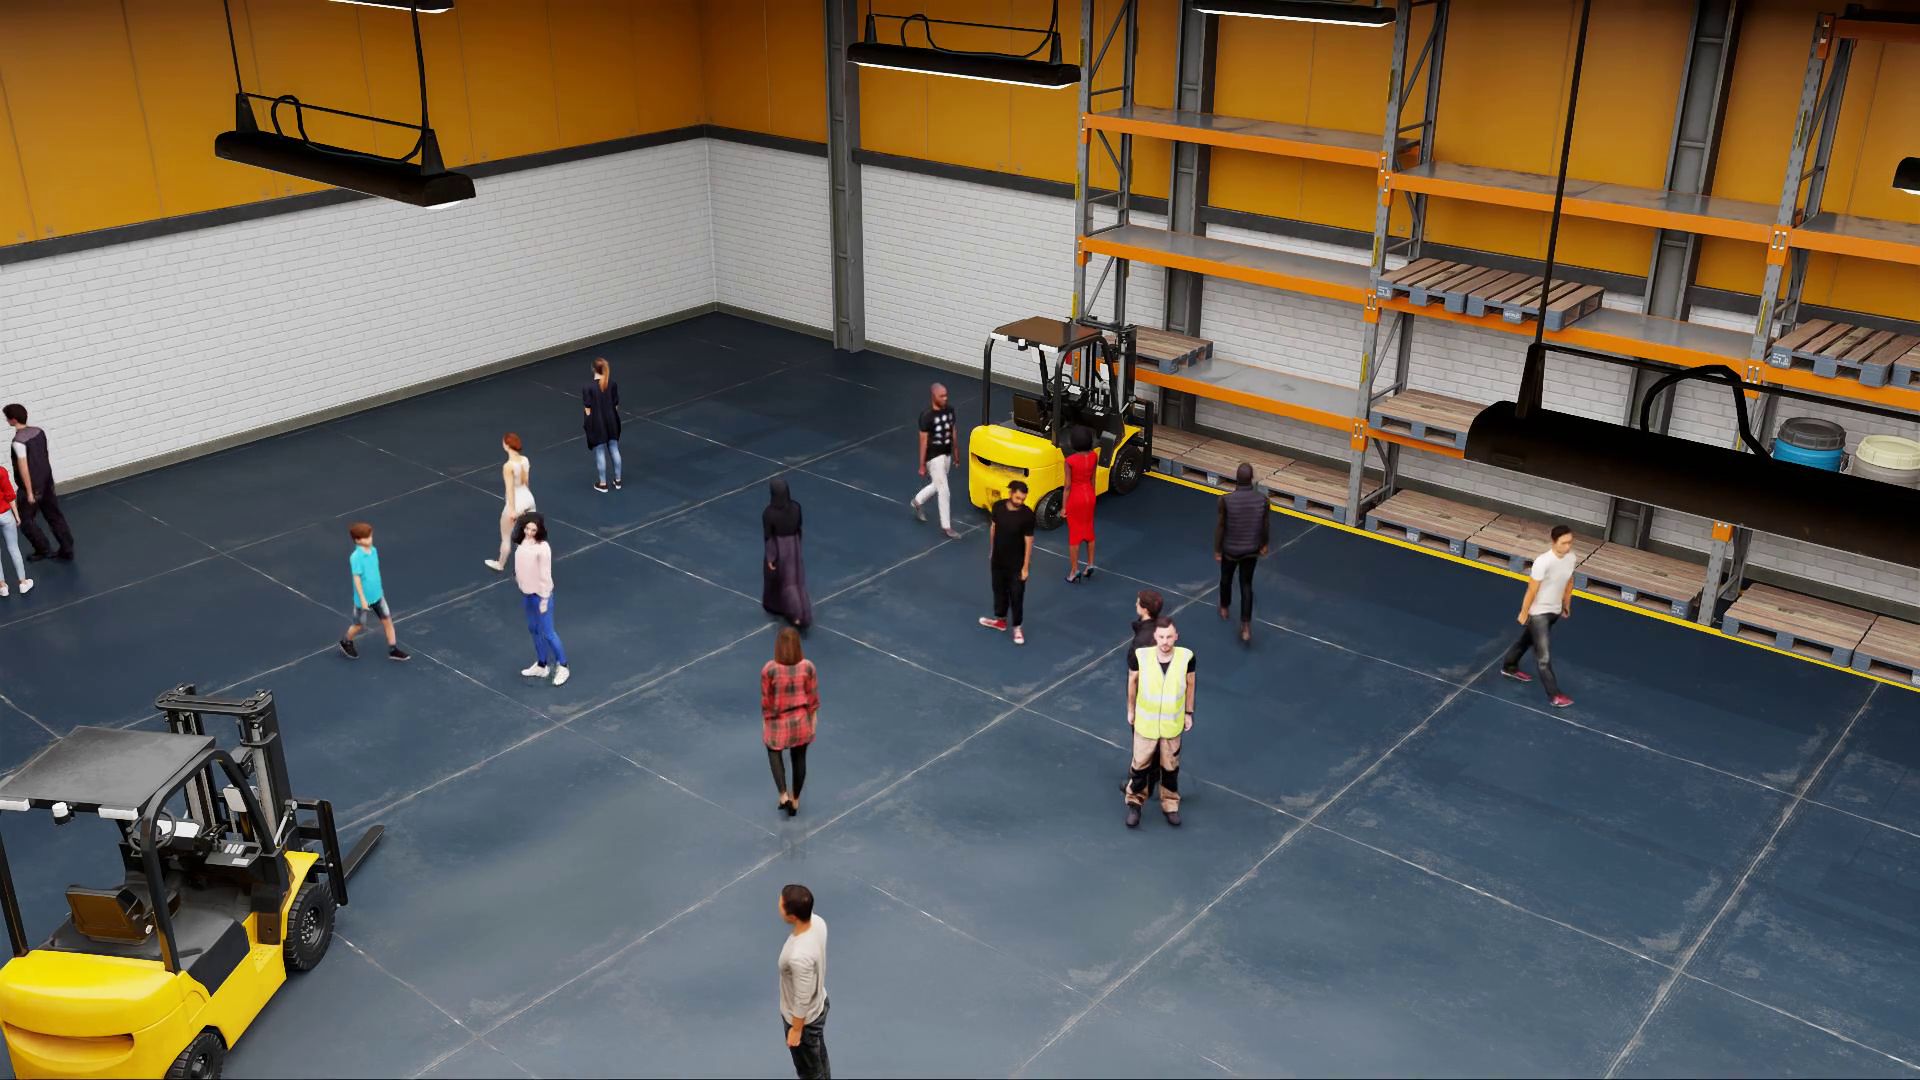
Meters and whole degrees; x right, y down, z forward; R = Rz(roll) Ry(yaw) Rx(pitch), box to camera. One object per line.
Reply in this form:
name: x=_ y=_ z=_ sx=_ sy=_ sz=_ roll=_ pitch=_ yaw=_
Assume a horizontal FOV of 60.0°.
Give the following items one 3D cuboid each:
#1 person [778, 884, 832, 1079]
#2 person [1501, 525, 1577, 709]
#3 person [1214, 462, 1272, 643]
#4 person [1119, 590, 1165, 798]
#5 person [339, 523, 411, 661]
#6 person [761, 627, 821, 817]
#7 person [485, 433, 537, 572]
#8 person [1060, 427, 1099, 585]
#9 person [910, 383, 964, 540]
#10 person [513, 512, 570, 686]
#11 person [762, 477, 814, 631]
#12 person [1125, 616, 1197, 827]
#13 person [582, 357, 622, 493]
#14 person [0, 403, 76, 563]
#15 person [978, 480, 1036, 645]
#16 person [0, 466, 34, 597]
person: x=-0.932 y=2.866 z=10.175 sx=0.761 sy=1.807 sz=0.739 roll=1 pitch=24 yaw=3
person: x=5.329 y=0.631 z=15.362 sx=0.840 sy=1.748 sz=1.213 roll=-19 pitch=30 yaw=-37
person: x=2.792 y=0.146 z=16.417 sx=1.205 sy=1.792 sz=1.200 roll=1 pitch=24 yaw=2
person: x=1.559 y=1.258 z=13.815 sx=0.686 sy=1.838 sz=0.785 roll=10 pitch=25 yaw=21
person: x=-5.769 y=0.513 z=16.035 sx=1.006 sy=1.426 sz=0.695 roll=11 pitch=26 yaw=23
person: x=-1.372 y=1.510 z=13.418 sx=0.755 sy=1.695 sz=0.801 roll=-5 pitch=24 yaw=-11
person: x=-4.630 y=-0.341 z=17.751 sx=0.973 sy=1.616 sz=0.697 roll=11 pitch=26 yaw=23
person: x=1.282 y=-0.372 z=17.658 sx=0.635 sy=1.747 sz=0.615 roll=-12 pitch=27 yaw=-26
person: x=-0.307 y=-0.941 z=18.923 sx=1.166 sy=1.775 sz=0.712 roll=21 pitch=31 yaw=39
person: x=-3.990 y=0.510 z=15.634 sx=0.790 sy=1.752 sz=0.555 roll=-12 pitch=26 yaw=-26
person: x=-1.727 y=0.142 z=16.657 sx=0.930 sy=1.606 sz=1.193 roll=-10 pitch=25 yaw=-21
person: x=1.606 y=1.443 z=13.382 sx=0.849 sy=1.847 sz=0.916 roll=0 pitch=24 yaw=1
person: x=-4.310 y=-1.405 z=20.104 sx=0.691 sy=1.680 sz=0.654 roll=-15 pitch=28 yaw=-30
person: x=-9.948 y=-0.601 z=18.076 sx=0.906 sy=1.831 sz=0.861 roll=2 pitch=24 yaw=4
person: x=0.471 y=0.171 z=16.435 sx=0.905 sy=1.731 sz=0.511 roll=-22 pitch=32 yaw=-40
person: x=-10.100 y=-0.236 z=17.401 sx=0.692 sy=1.703 sz=0.678 roll=-9 pitch=25 yaw=-20
